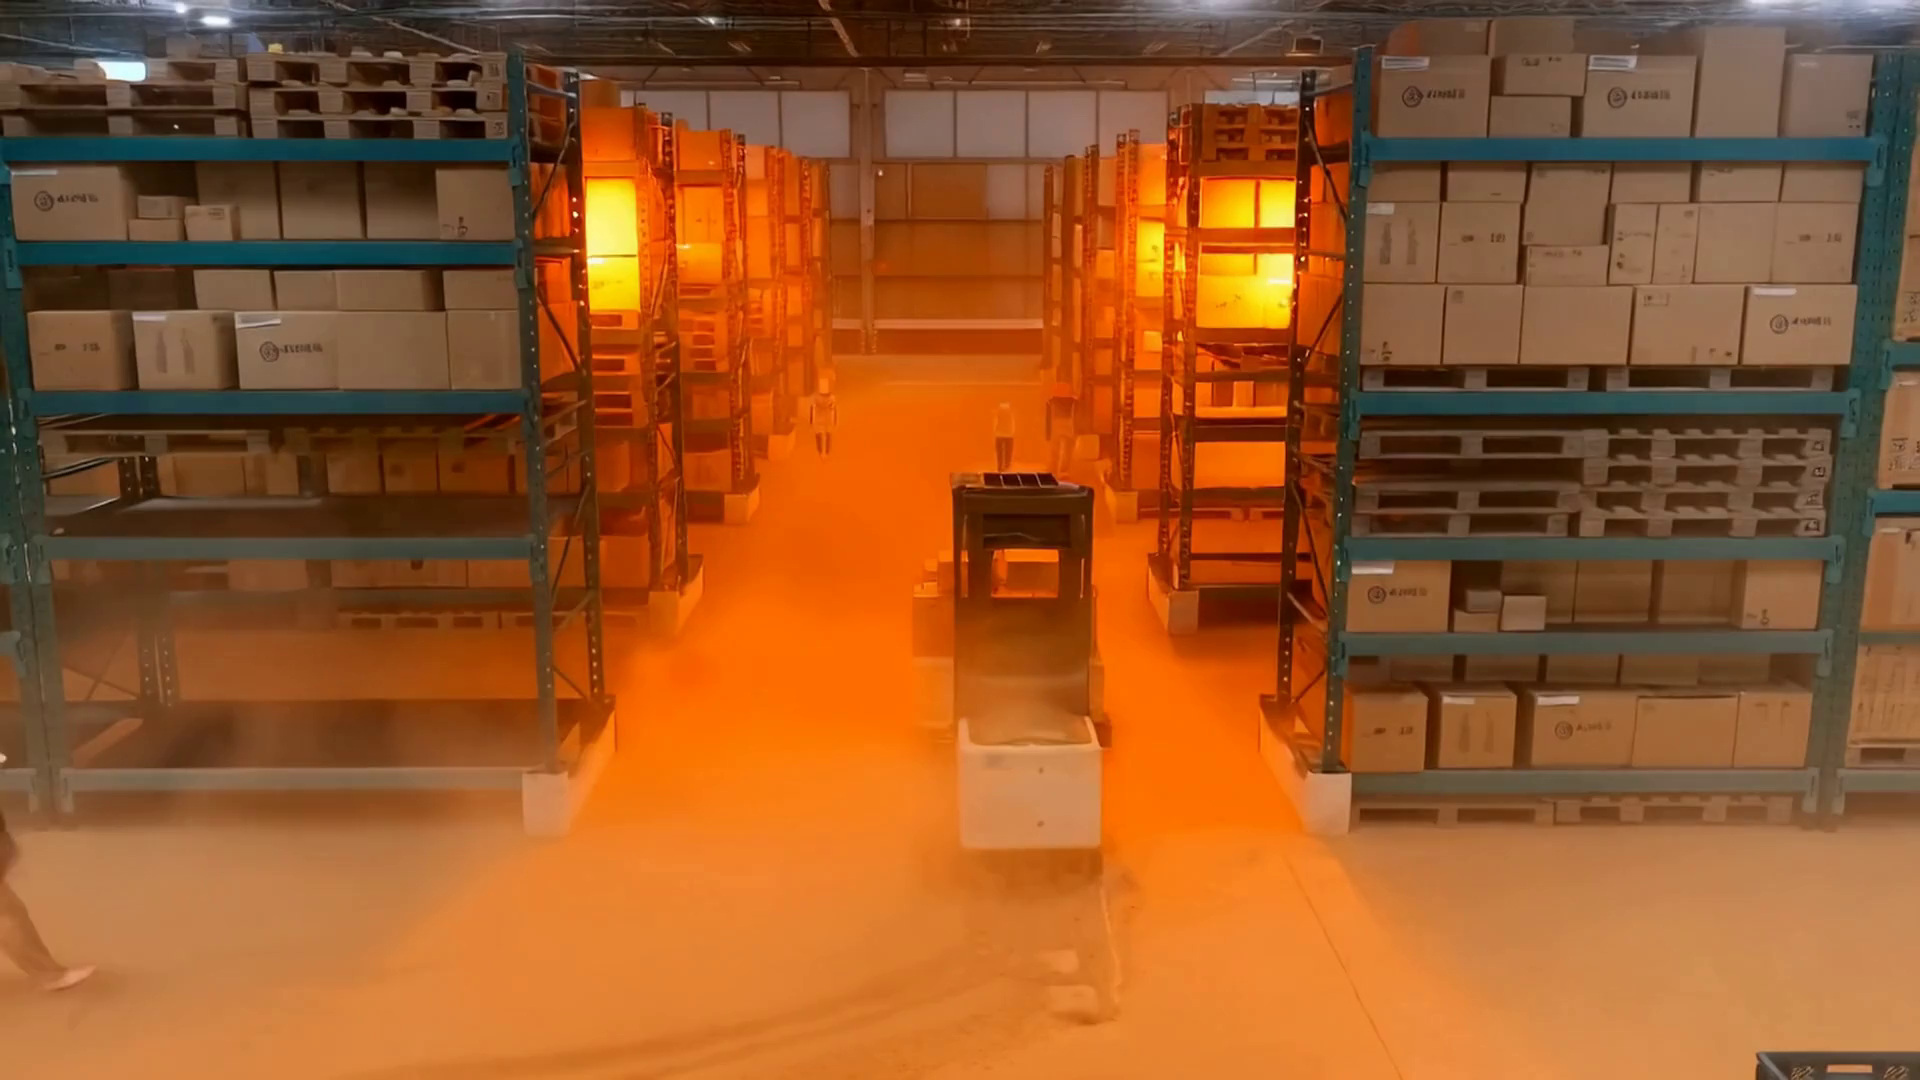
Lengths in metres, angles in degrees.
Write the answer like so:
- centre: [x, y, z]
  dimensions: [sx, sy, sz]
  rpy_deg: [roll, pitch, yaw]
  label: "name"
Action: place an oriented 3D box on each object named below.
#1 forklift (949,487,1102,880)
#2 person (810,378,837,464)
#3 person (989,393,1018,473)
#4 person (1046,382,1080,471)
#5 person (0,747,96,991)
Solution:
- centre: [0.495, 0.986, 12.813]
  dimensions: [1.129, 2.768, 1.873]
  rpy_deg: [0, 11, -2]
  label: "forklift"
- centre: [-2.637, -2.298, 32.105]
  dimensions: [0.543, 1.648, 0.871]
  rpy_deg: [0, 11, -1]
  label: "person"
- centre: [0.776, -1.845, 30.011]
  dimensions: [0.510, 1.606, 0.751]
  rpy_deg: [1, 11, 5]
  label: "person"
- centre: [1.841, -1.916, 29.850]
  dimensions: [0.628, 1.816, 0.732]
  rpy_deg: [2, 12, 8]
  label: "person"
- centre: [-6.060, 2.067, 10.389]
  dimensions: [0.957, 1.709, 0.526]
  rpy_deg: [-7, 13, -30]
  label: "person"
